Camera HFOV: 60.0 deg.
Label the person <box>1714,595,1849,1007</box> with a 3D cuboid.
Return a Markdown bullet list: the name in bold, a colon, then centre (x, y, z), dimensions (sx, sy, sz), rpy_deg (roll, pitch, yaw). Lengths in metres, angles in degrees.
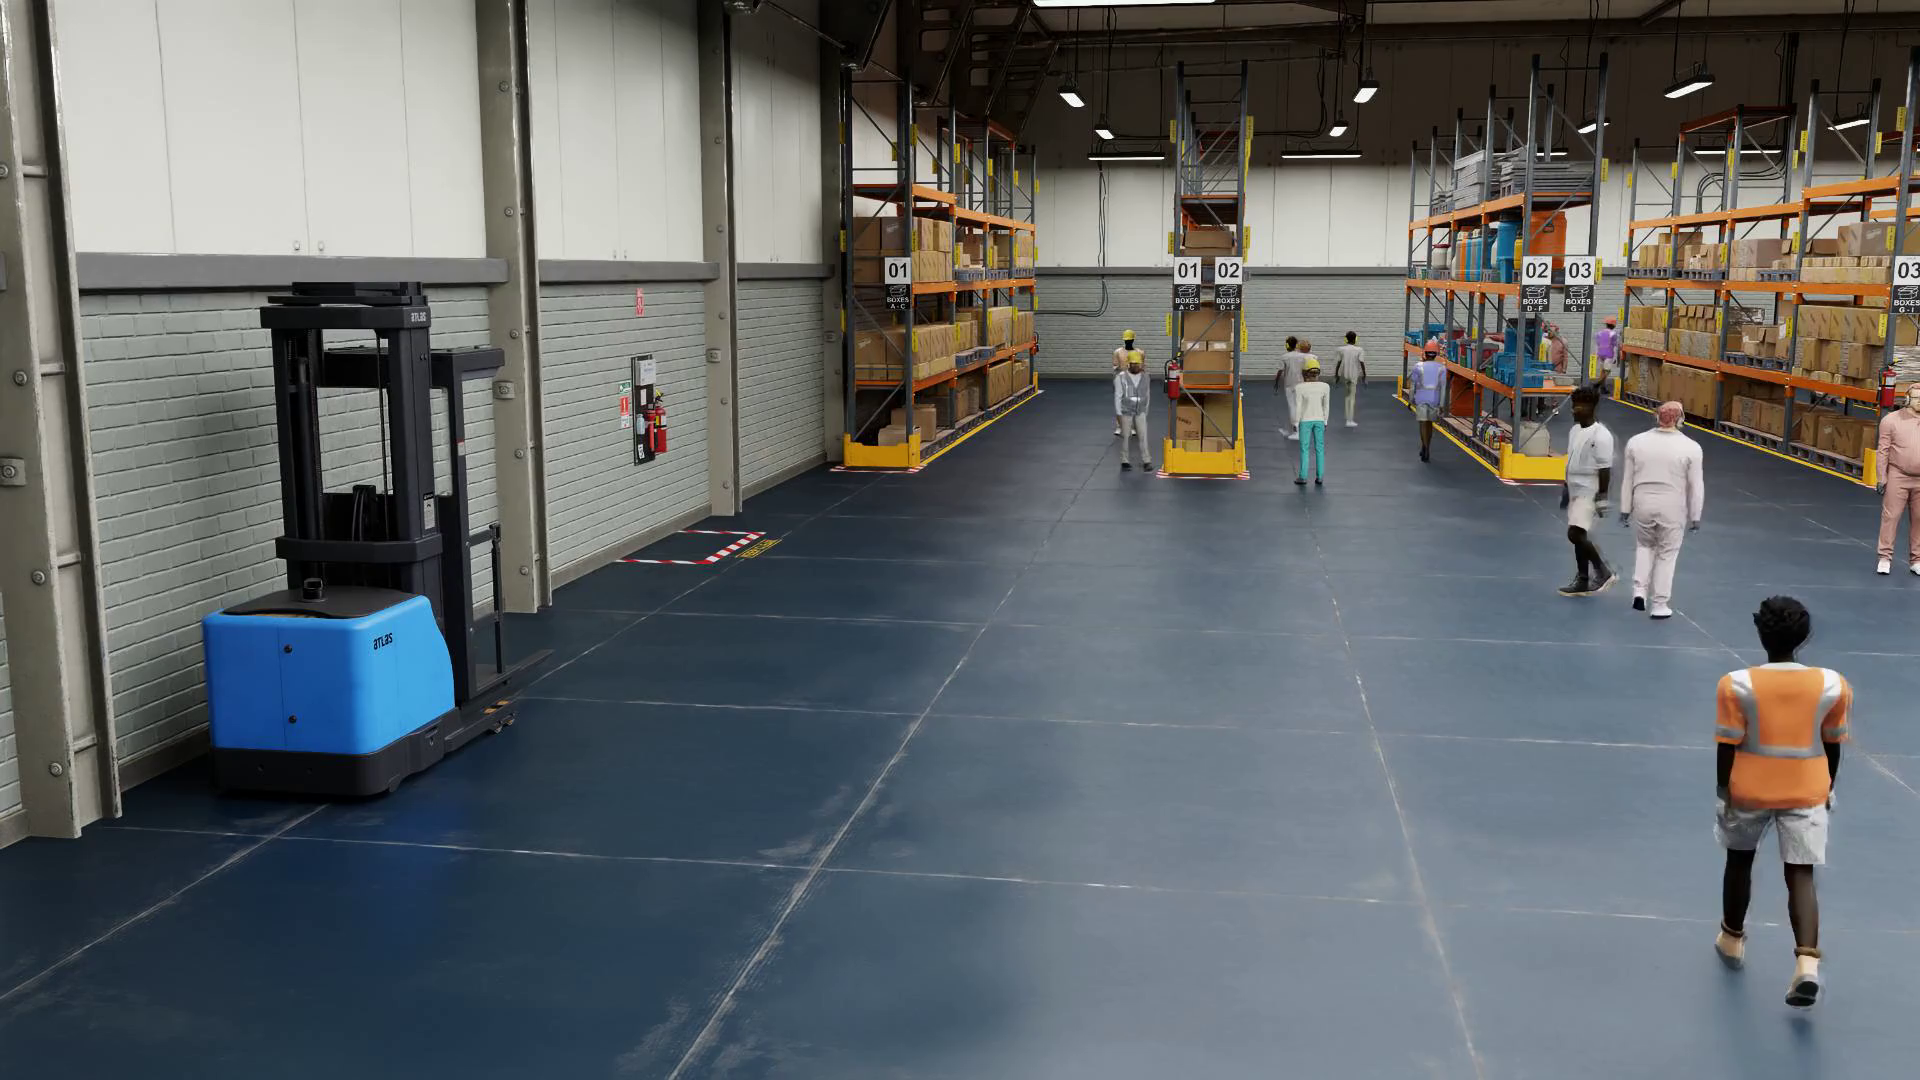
- **person**: centre (3.420, 1.065, 6.939), dimensions (0.529, 1.667, 0.792), rpy_deg (2, 10, 15)

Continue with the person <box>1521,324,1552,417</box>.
- **person**: centre (12.029, -3.572, 34.727), dimensions (0.628, 1.938, 0.867), rpy_deg (0, 9, 2)

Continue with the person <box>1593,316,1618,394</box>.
- **person**: centre (15.699, -4.492, 40.492), dimensions (0.761, 1.911, 0.564), rpy_deg (-6, 11, -33)

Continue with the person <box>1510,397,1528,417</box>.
- **person**: centre (11.473, -3.457, 34.129), dimensions (0.581, 1.891, 0.955), rpy_deg (2, 9, 10)

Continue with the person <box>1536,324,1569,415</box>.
- **person**: centre (12.378, -3.574, 34.835), dimensions (0.639, 1.904, 0.402), rpy_deg (4, 10, 23)

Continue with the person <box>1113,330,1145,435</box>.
- **person**: centre (3.090, -2.891, 30.545), dimensions (0.585, 1.927, 0.366), rpy_deg (2, 9, 12)

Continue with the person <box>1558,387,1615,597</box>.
- **person**: centre (5.733, -0.435, 15.311), dimensions (0.411, 1.953, 0.601), rpy_deg (-1, 9, -3)

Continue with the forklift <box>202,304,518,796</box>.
- **forklift**: centre (-3.673, -0.038, 10.147), dimensions (1.129, 2.768, 1.873), rpy_deg (1, 9, 9)

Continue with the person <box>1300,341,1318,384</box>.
- **person**: centre (6.737, -3.060, 32.490), dimensions (0.522, 1.637, 0.357), rpy_deg (2, 9, 13)

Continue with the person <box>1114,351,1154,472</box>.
- **person**: centre (2.611, -1.909, 24.880), dimensions (0.598, 1.794, 0.859), rpy_deg (-2, 9, -12)

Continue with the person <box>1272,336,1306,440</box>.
- **person**: centre (5.882, -2.735, 29.881), dimensions (0.568, 1.824, 0.902), rpy_deg (-3, 10, -20)

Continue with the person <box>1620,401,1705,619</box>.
- **person**: centre (6.110, -0.264, 14.453), dimensions (0.675, 1.890, 0.440), rpy_deg (8, 12, 40)

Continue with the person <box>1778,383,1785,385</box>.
- **person**: centre (16.441, -3.226, 33.333), dimensions (0.532, 1.693, 0.319), rpy_deg (2, 9, 13)

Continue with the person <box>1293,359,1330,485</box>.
- **person**: centre (4.956, -1.666, 23.486), dimensions (0.525, 1.769, 0.309), rpy_deg (-2, 9, -13)

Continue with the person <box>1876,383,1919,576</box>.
- **person**: centre (9.432, -0.601, 16.489), dimensions (0.641, 1.908, 0.407), rpy_deg (2, 9, 14)

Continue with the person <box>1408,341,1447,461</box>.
- **person**: centre (7.490, -2.232, 26.580), dimensions (0.540, 1.903, 0.964), rpy_deg (0, 9, 1)

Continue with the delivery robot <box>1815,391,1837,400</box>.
- **delivery robot**: centre (19.573, -3.372, 37.576), dimensions (0.477, 0.478, 0.707), rpy_deg (2, 9, 14)

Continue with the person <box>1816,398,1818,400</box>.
- **person**: centre (20.210, -4.052, 38.739), dimensions (0.742, 1.588, 0.505), rpy_deg (-2, 9, -12)

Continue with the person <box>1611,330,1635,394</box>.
- **person**: centre (16.047, -4.272, 40.093), dimensions (0.801, 1.574, 0.578), rpy_deg (-6, 11, -33)

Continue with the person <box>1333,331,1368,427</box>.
- **person**: centre (7.584, -3.122, 32.246), dimensions (0.658, 1.832, 0.569), rpy_deg (6, 11, 32)

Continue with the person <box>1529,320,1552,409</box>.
- **person**: centre (12.699, -3.838, 36.360), dimensions (0.379, 1.937, 0.629), rpy_deg (-3, 10, -19)
